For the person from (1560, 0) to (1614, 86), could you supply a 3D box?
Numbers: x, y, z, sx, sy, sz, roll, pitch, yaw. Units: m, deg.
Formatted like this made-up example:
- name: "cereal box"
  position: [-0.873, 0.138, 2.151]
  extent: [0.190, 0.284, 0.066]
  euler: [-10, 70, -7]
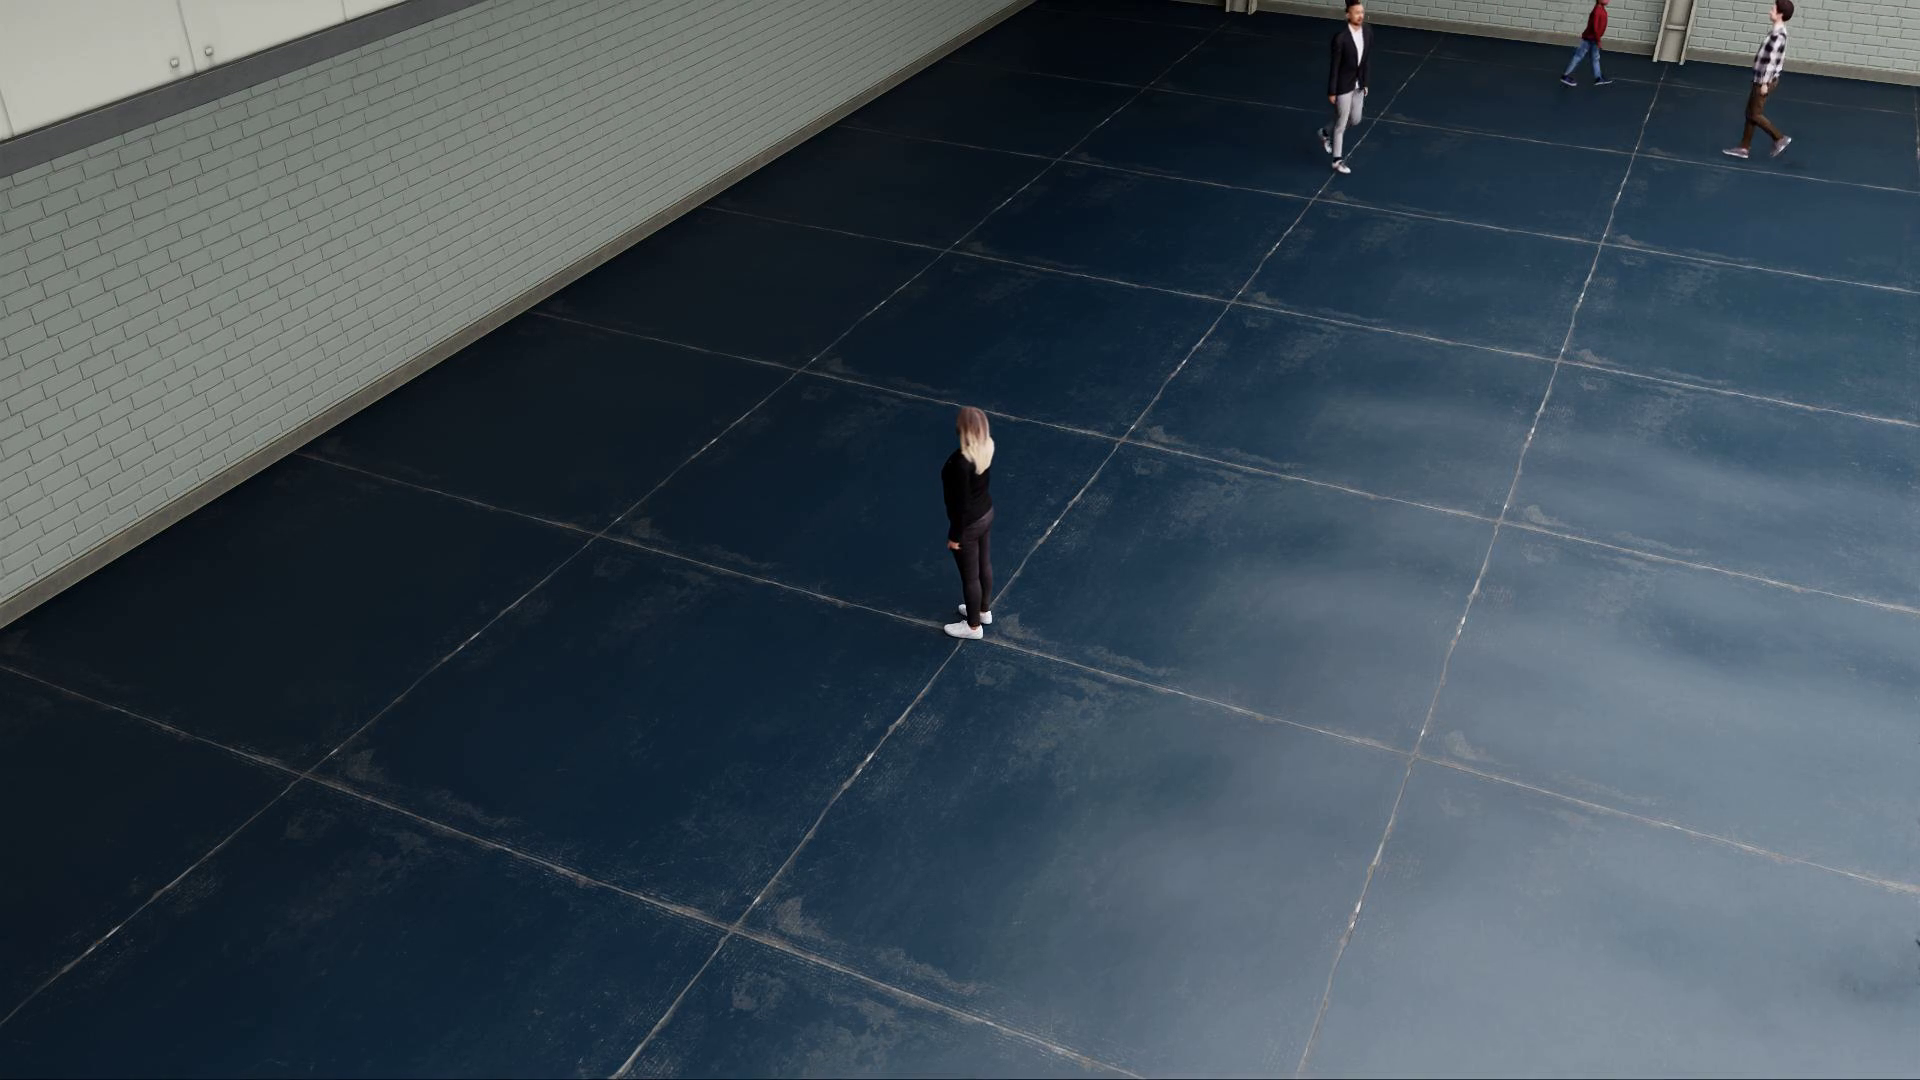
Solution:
- name: "person"
  position: [7.988, -6.412, 21.222]
  extent: [0.876, 1.234, 0.574]
  euler: [19, 37, 27]

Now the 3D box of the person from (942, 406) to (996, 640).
- name: "person"
  position: [0.085, -0.111, 10.812]
  extent: [0.519, 1.686, 0.597]
  euler: [14, 35, 22]

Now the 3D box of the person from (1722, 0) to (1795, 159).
- name: "person"
  position: [9.135, -5.149, 18.694]
  extent: [0.915, 1.796, 0.664]
  euler: [17, 36, 25]

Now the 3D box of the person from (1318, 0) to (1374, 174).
- name: "person"
  position: [4.249, -5.097, 18.481]
  extent: [0.980, 1.936, 1.077]
  euler: [-17, 36, -25]
